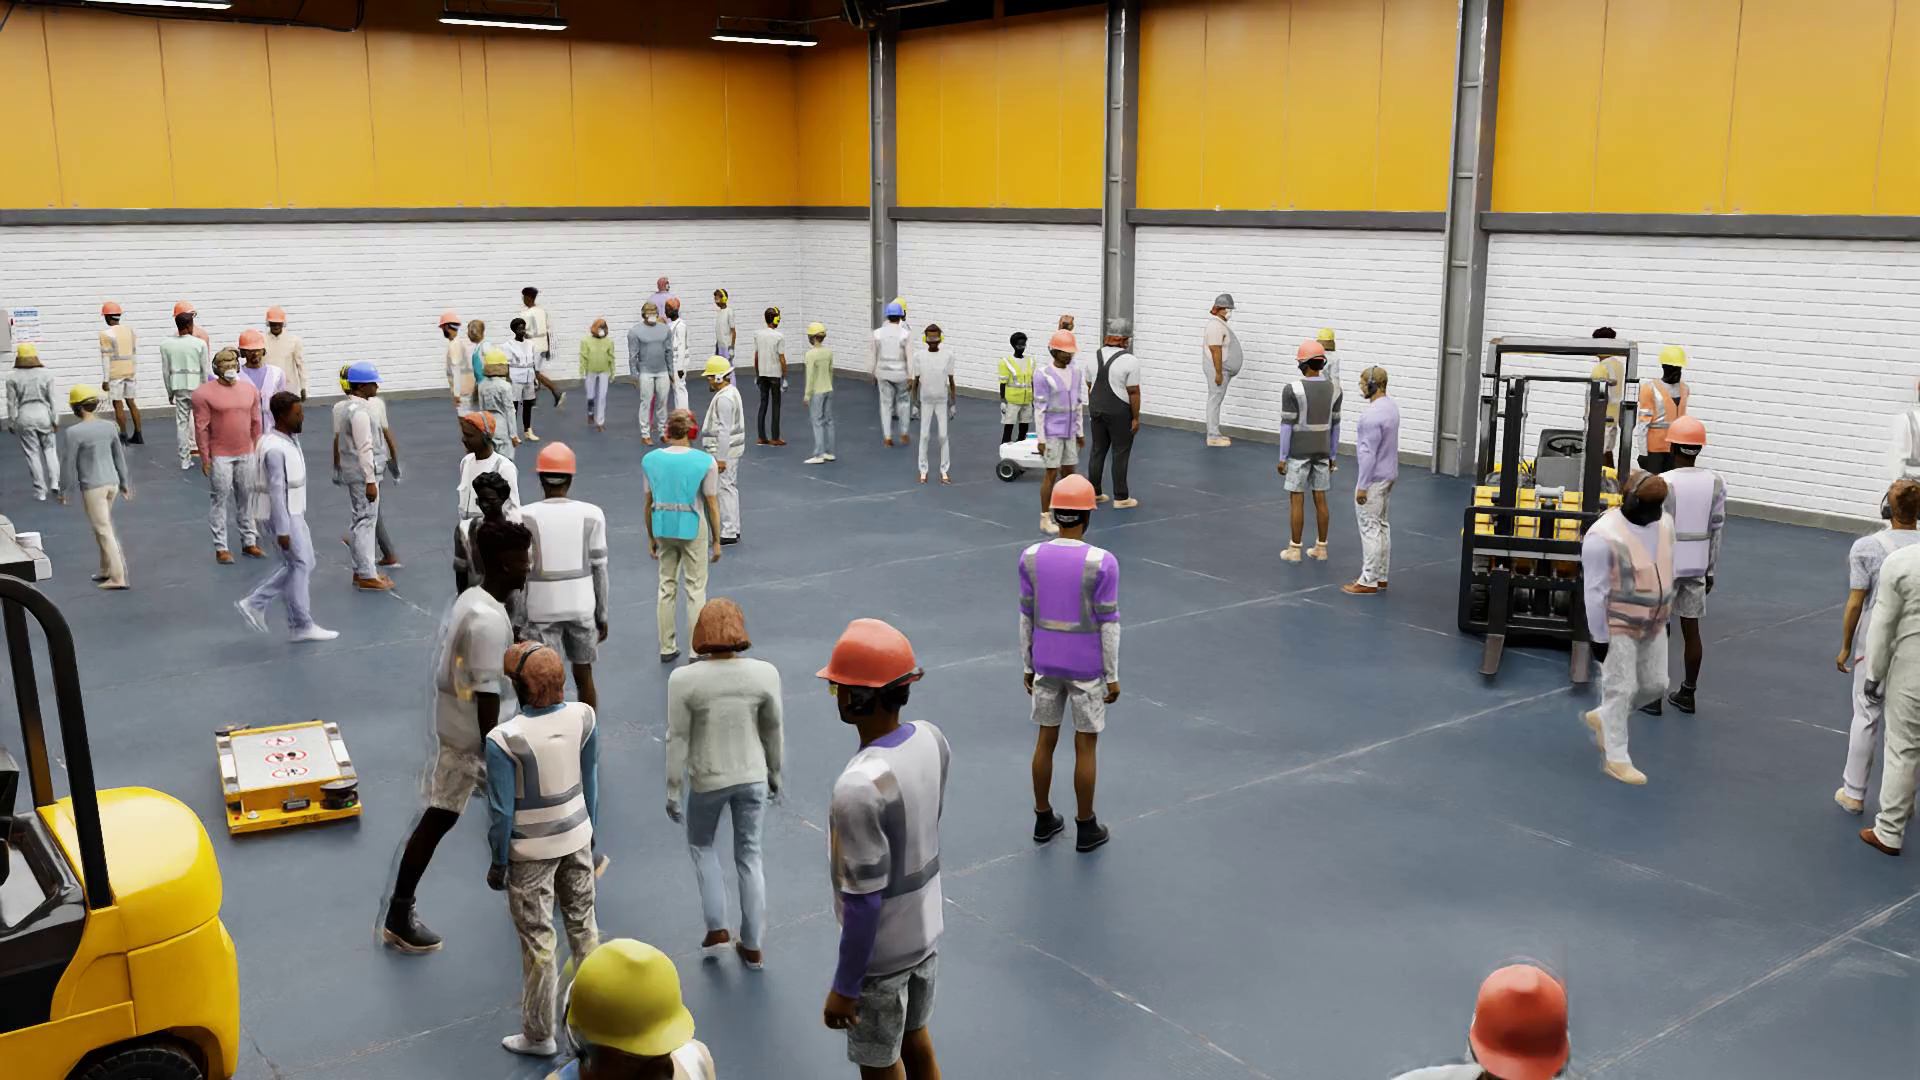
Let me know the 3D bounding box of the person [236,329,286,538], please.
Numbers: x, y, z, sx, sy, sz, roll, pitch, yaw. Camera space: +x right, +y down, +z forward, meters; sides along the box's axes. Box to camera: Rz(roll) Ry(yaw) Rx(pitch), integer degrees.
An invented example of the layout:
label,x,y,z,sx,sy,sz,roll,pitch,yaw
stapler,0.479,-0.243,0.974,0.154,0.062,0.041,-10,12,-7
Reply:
label,x,y,z,sx,sy,sz,roll,pitch,yaw
person,-6.846,-1.040,16.253,0.607,2.044,0.374,-10,16,-41

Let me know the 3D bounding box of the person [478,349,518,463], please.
label,x,y,z,sx,sy,sz,roll,pitch,yaw
person,-4.795,-1.116,17.350,0.486,1.744,0.296,7,14,32

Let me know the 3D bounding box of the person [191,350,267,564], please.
label,x,y,z,sx,sy,sz,roll,pitch,yaw
person,-6.643,-0.765,15.180,0.373,1.941,0.627,10,15,40

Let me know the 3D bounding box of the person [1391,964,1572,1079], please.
label,x,y,z,sx,sy,sz,roll,pitch,yaw
person,1.146,1.736,3.662,0.573,1.702,0.874,6,13,27

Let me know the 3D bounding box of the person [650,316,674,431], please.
label,x,y,z,sx,sy,sz,roll,pitch,yaw
person,-4.287,-2.374,23.694,0.506,1.632,0.290,-9,15,-37

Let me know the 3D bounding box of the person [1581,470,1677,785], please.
label,x,y,z,sx,sy,sz,roll,pitch,yaw
person,3.774,0.483,9.466,0.668,1.816,0.525,-5,13,-24

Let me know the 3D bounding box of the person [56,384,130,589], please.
label,x,y,z,sx,sy,sz,roll,pitch,yaw
person,-7.387,-0.446,14.114,0.669,1.742,0.540,3,12,14

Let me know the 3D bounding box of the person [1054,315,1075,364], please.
label,x,y,z,sx,sy,sz,roll,pitch,yaw
person,1.493,-2.395,23.774,0.315,1.640,0.515,1,12,4

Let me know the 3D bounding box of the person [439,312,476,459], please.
label,x,y,z,sx,sy,sz,roll,pitch,yaw
person,-6.168,-1.838,20.448,0.421,1.914,0.675,-2,12,-9

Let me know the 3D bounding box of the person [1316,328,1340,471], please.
label,x,y,z,sx,sy,sz,roll,pitch,yaw
person,4.412,-1.707,20.229,0.327,1.736,0.489,-9,15,-38

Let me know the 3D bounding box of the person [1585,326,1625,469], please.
label,x,y,z,sx,sy,sz,roll,pitch,yaw
person,6.762,-1.262,17.513,0.367,1.963,0.609,9,15,38

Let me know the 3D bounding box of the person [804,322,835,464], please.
label,x,y,z,sx,sy,sz,roll,pitch,yaw
person,-1.771,-1.833,20.759,0.325,1.767,0.532,7,14,31

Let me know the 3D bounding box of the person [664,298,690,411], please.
label,x,y,z,sx,sy,sz,roll,pitch,yaw
person,-4.043,-2.505,23.734,0.358,1.880,0.575,-5,13,-22

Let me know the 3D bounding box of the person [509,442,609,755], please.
label,x,y,z,sx,sy,sz,roll,pitch,yaw
person,-2.310,0.406,9.616,0.554,1.918,0.580,-5,13,-24

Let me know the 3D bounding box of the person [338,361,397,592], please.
label,x,y,z,sx,sy,sz,roll,pitch,yaw
person,-5.025,-0.541,14.073,0.406,1.945,0.613,-6,13,-26

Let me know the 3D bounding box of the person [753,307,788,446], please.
label,x,y,z,sx,sy,sz,roll,pitch,yaw
person,-2.521,-2.173,22.193,0.528,1.857,0.332,6,13,28

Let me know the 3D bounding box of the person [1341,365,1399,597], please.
label,x,y,z,sx,sy,sz,roll,pitch,yaw
person,3.457,-0.493,13.897,0.379,1.931,0.635,7,13,29

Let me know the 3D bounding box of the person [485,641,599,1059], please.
label,x,y,z,sx,sy,sz,roll,pitch,yaw
person,-1.603,1.191,6.447,0.309,1.645,0.515,9,14,36

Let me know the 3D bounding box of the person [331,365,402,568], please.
label,x,y,z,sx,sy,sz,roll,pitch,yaw
person,-5.420,-0.674,15.050,0.948,1.814,0.524,9,14,36

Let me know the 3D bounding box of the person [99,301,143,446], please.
label,x,y,z,sx,sy,sz,roll,pitch,yaw
person,-11.219,-2.212,22.185,0.370,1.936,0.544,4,12,19

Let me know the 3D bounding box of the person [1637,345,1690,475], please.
label,x,y,z,sx,sy,sz,roll,pitch,yaw
person,6.685,-0.887,15.793,0.593,1.924,0.380,-6,13,-25

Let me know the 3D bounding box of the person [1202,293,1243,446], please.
label,x,y,z,sx,sy,sz,roll,pitch,yaw
person,3.517,-2.288,22.286,0.537,2.000,0.675,2,12,10

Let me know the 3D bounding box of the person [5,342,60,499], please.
label,x,y,z,sx,sy,sz,roll,pitch,yaw
person,-10.208,-1.307,18.322,0.492,1.728,0.436,-9,15,-38

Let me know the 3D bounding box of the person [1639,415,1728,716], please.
label,x,y,z,sx,sy,sz,roll,pitch,yaw
person,4.588,0.168,10.674,0.548,1.937,0.358,-2,12,-8

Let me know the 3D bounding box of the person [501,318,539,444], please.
label,x,y,z,sx,sy,sz,roll,pitch,yaw
person,-5.922,-2.150,22.452,0.316,1.695,0.541,9,15,37

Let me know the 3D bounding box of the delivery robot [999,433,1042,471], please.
label,x,y,z,sx,sy,sz,roll,pitch,yaw
delivery robot,0.834,-1.015,19.517,0.707,0.478,0.477,3,12,14

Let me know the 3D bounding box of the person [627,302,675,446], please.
label,x,y,z,sx,sy,sz,roll,pitch,yaw
person,-4.118,-2.219,22.239,0.635,1.929,0.381,-8,14,-35

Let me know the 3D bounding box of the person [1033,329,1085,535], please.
label,x,y,z,sx,sy,sz,roll,pitch,yaw
person,1.001,-1.060,16.390,0.617,2.029,0.409,-10,15,-40

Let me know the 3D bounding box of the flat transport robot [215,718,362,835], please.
label,x,y,z,sx,sy,sz,roll,pitch,yaw
flat transport robot,-3.792,1.283,9.335,0.652,0.197,1.431,-6,13,-25

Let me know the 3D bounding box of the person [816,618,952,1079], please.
label,x,y,z,sx,sy,sz,roll,pitch,yaw
person,-0.255,1.244,5.217,0.383,2.045,0.605,5,13,22

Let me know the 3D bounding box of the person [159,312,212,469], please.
label,x,y,z,sx,sy,sz,roll,pitch,yaw
person,-9.417,-1.817,20.321,0.587,1.913,0.390,0,12,0

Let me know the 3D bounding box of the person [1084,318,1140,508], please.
label,x,y,z,sx,sy,sz,roll,pitch,yaw
person,1.681,-1.381,17.905,0.687,2.000,0.537,11,16,43

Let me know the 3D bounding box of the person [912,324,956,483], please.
label,x,y,z,sx,sy,sz,roll,pitch,yaw
person,-0.297,-1.581,19.320,0.511,1.862,0.324,0,12,0

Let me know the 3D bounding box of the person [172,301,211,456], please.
label,x,y,z,sx,sy,sz,roll,pitch,yaw
person,-9.878,-2.071,21.390,0.409,1.982,0.626,2,12,11

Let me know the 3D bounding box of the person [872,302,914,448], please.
label,x,y,z,sx,sy,sz,roll,pitch,yaw
person,-0.875,-2.196,22.145,0.620,1.916,0.709,3,12,12

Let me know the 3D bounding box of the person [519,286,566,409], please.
label,x,y,z,sx,sy,sz,roll,pitch,yaw
person,-6.565,-2.998,25.973,0.862,1.935,0.618,4,12,19

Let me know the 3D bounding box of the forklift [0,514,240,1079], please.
label,x,y,z,sx,sy,sz,roll,pitch,yaw
forklift,-3.687,1.115,5.480,2.313,2.155,1.214,-9,15,-36

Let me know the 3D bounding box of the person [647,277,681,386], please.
label,x,y,z,sx,sy,sz,roll,pitch,yaw
person,-5.170,-3.666,29.254,0.642,1.913,0.408,4,12,20

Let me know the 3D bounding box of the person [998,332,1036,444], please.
label,x,y,z,sx,sy,sz,roll,pitch,yaw
person,0.705,-1.675,20.154,0.542,1.697,0.316,-7,14,-31

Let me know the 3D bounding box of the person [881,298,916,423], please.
label,x,y,z,sx,sy,sz,roll,pitch,yaw
person,-0.899,-2.640,24.491,0.404,1.832,0.595,-9,15,-38

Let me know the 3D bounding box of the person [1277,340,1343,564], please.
label,x,y,z,sx,sy,sz,roll,pitch,yaw
person,3.160,-0.799,15.129,0.601,2.035,0.408,-4,13,-21

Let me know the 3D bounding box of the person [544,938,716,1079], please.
label,x,y,z,sx,sy,sz,roll,pitch,yaw
person,-0.635,1.714,3.518,0.721,1.808,0.600,10,15,40

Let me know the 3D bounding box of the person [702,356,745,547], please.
label,x,y,z,sx,sy,sz,roll,pitch,yaw
person,-2.254,-0.846,15.865,0.403,1.819,0.601,-1,12,-4

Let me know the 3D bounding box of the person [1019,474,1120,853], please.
label,x,y,z,sx,sy,sz,roll,pitch,yaw
person,0.566,0.626,8.493,0.546,1.929,0.390,6,13,28

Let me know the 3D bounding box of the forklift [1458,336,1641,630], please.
label,x,y,z,sx,sy,sz,roll,pitch,yaw
forklift,4.683,-0.471,13.136,1.214,2.155,2.313,4,12,20

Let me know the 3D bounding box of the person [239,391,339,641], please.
label,x,y,z,sx,sy,sz,roll,pitch,yaw
person,-5.039,-0.165,12.365,0.597,1.904,0.616,-3,12,-14

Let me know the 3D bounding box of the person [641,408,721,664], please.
label,x,y,z,sx,sy,sz,roll,pitch,yaw
person,-1.976,-0.011,11.795,0.561,1.836,0.399,3,12,14

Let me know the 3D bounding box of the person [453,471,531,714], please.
label,x,y,z,sx,sy,sz,roll,pitch,yaw
person,-2.784,0.418,10.051,0.539,1.695,0.319,0,12,0

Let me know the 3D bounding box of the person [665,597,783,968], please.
label,x,y,z,sx,sy,sz,roll,pitch,yaw
person,-1.008,1.055,7.180,0.539,1.609,0.397,-5,13,-22

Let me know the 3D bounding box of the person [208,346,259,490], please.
label,x,y,z,sx,sy,sz,roll,pitch,yaw
person,-8.286,-1.391,18.960,0.318,1.631,0.514,10,15,39

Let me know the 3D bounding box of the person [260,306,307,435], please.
label,x,y,z,sx,sy,sz,roll,pitch,yaw
person,-8.413,-1.904,20.584,0.643,1.971,0.460,-4,12,-17

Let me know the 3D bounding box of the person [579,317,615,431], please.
label,x,y,z,sx,sy,sz,roll,pitch,yaw
person,-5.179,-2.371,23.702,0.529,1.615,0.509,-5,13,-24

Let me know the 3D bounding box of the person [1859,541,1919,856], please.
label,x,y,z,sx,sy,sz,roll,pitch,yaw
person,4.916,0.670,8.383,0.661,1.895,0.405,4,12,17

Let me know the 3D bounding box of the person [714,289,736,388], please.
label,x,y,z,sx,sy,sz,roll,pitch,yaw
person,-3.742,-3.053,26.411,0.333,1.865,0.520,-9,14,-36

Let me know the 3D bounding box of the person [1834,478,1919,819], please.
label,x,y,z,sx,sy,sz,roll,pitch,yaw
person,4.990,0.582,8.909,0.504,1.842,0.345,4,12,18

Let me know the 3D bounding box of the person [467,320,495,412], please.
label,x,y,z,sx,sy,sz,roll,pitch,yaw
person,-5.829,-1.802,20.546,0.346,1.803,0.671,-7,13,-29

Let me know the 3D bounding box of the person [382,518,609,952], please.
label,x,y,z,sx,sy,sz,roll,pitch,yaw
person,-2.145,0.852,7.495,1.072,1.887,0.698,-4,12,-19

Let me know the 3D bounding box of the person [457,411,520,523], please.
label,x,y,z,sx,sy,sz,roll,pitch,yaw
person,-3.218,0.058,11.334,0.584,1.882,0.345,10,15,39
